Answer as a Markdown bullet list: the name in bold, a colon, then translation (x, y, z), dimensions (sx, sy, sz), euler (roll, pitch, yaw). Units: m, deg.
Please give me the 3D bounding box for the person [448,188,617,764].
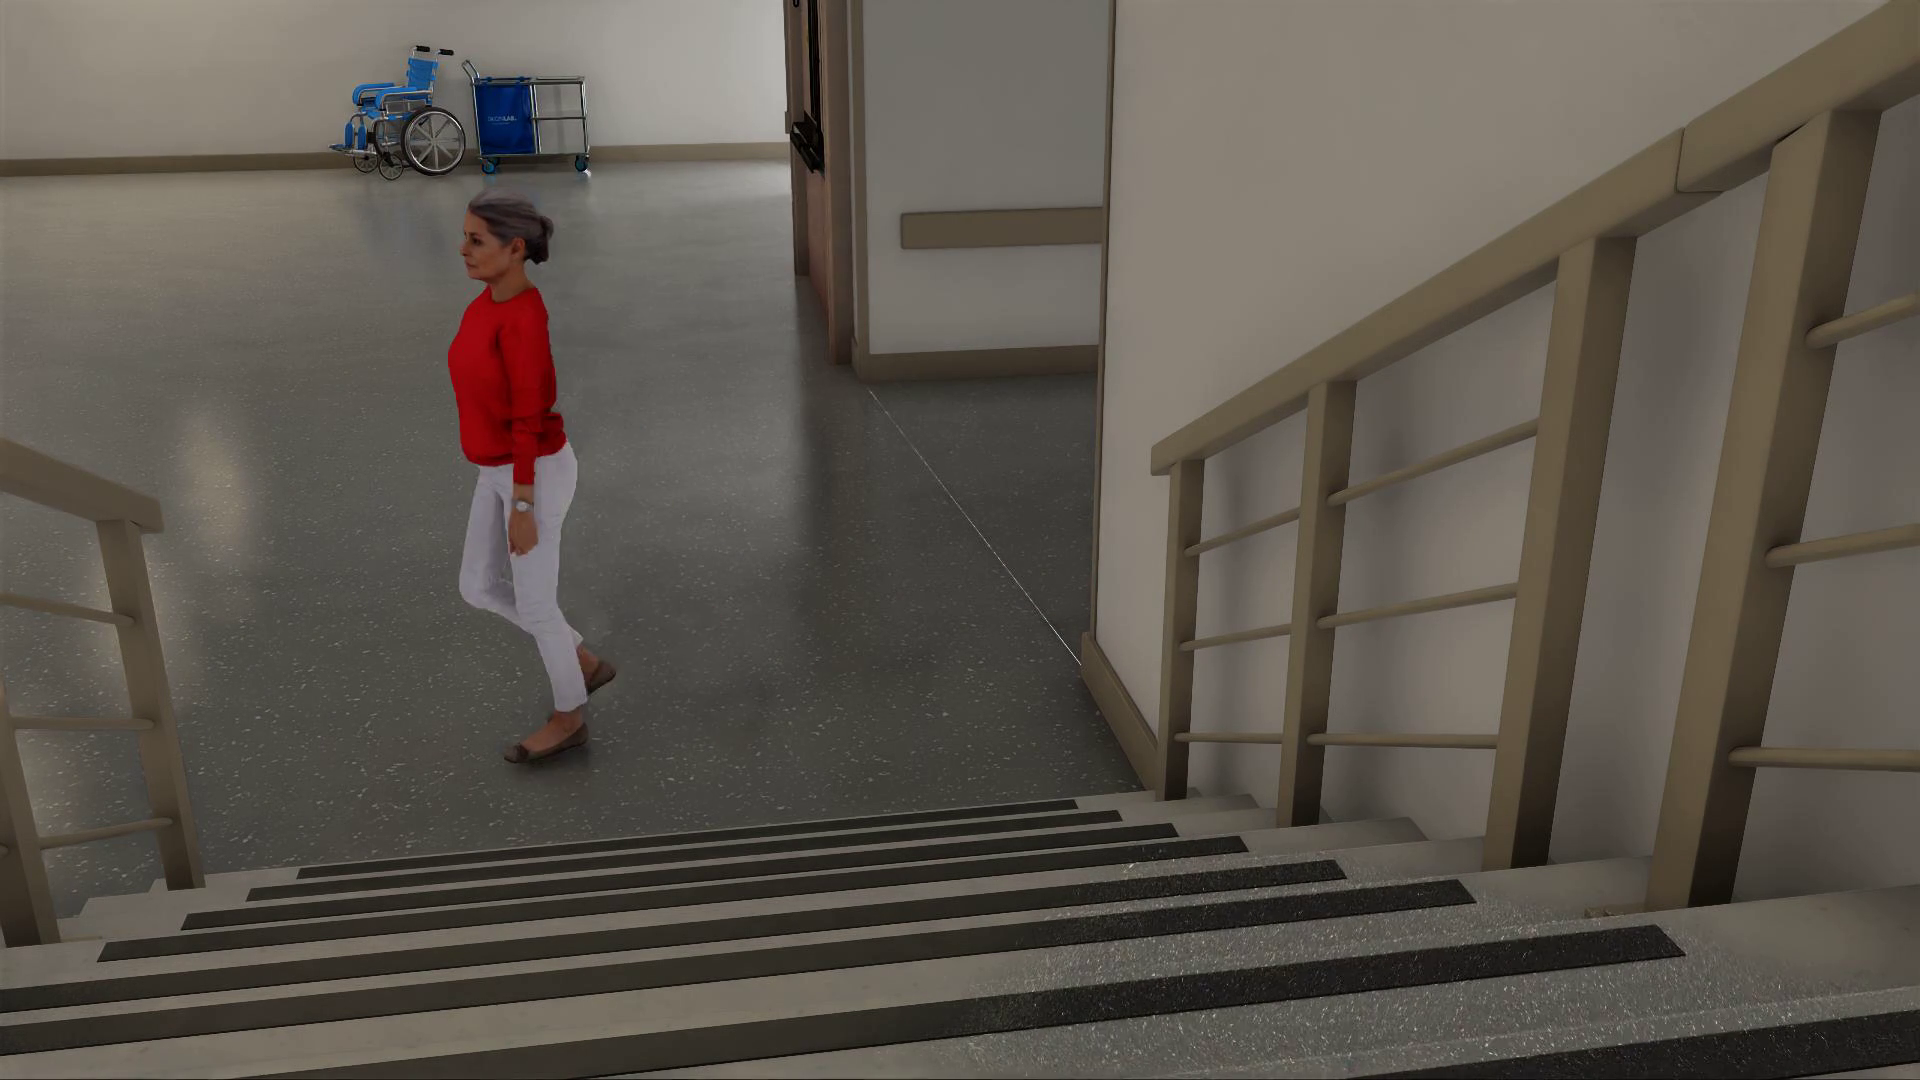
- **person**: translation (-1.165, -0.163, 4.764), dimensions (0.742, 1.681, 0.690), euler (-12, 24, -29)
